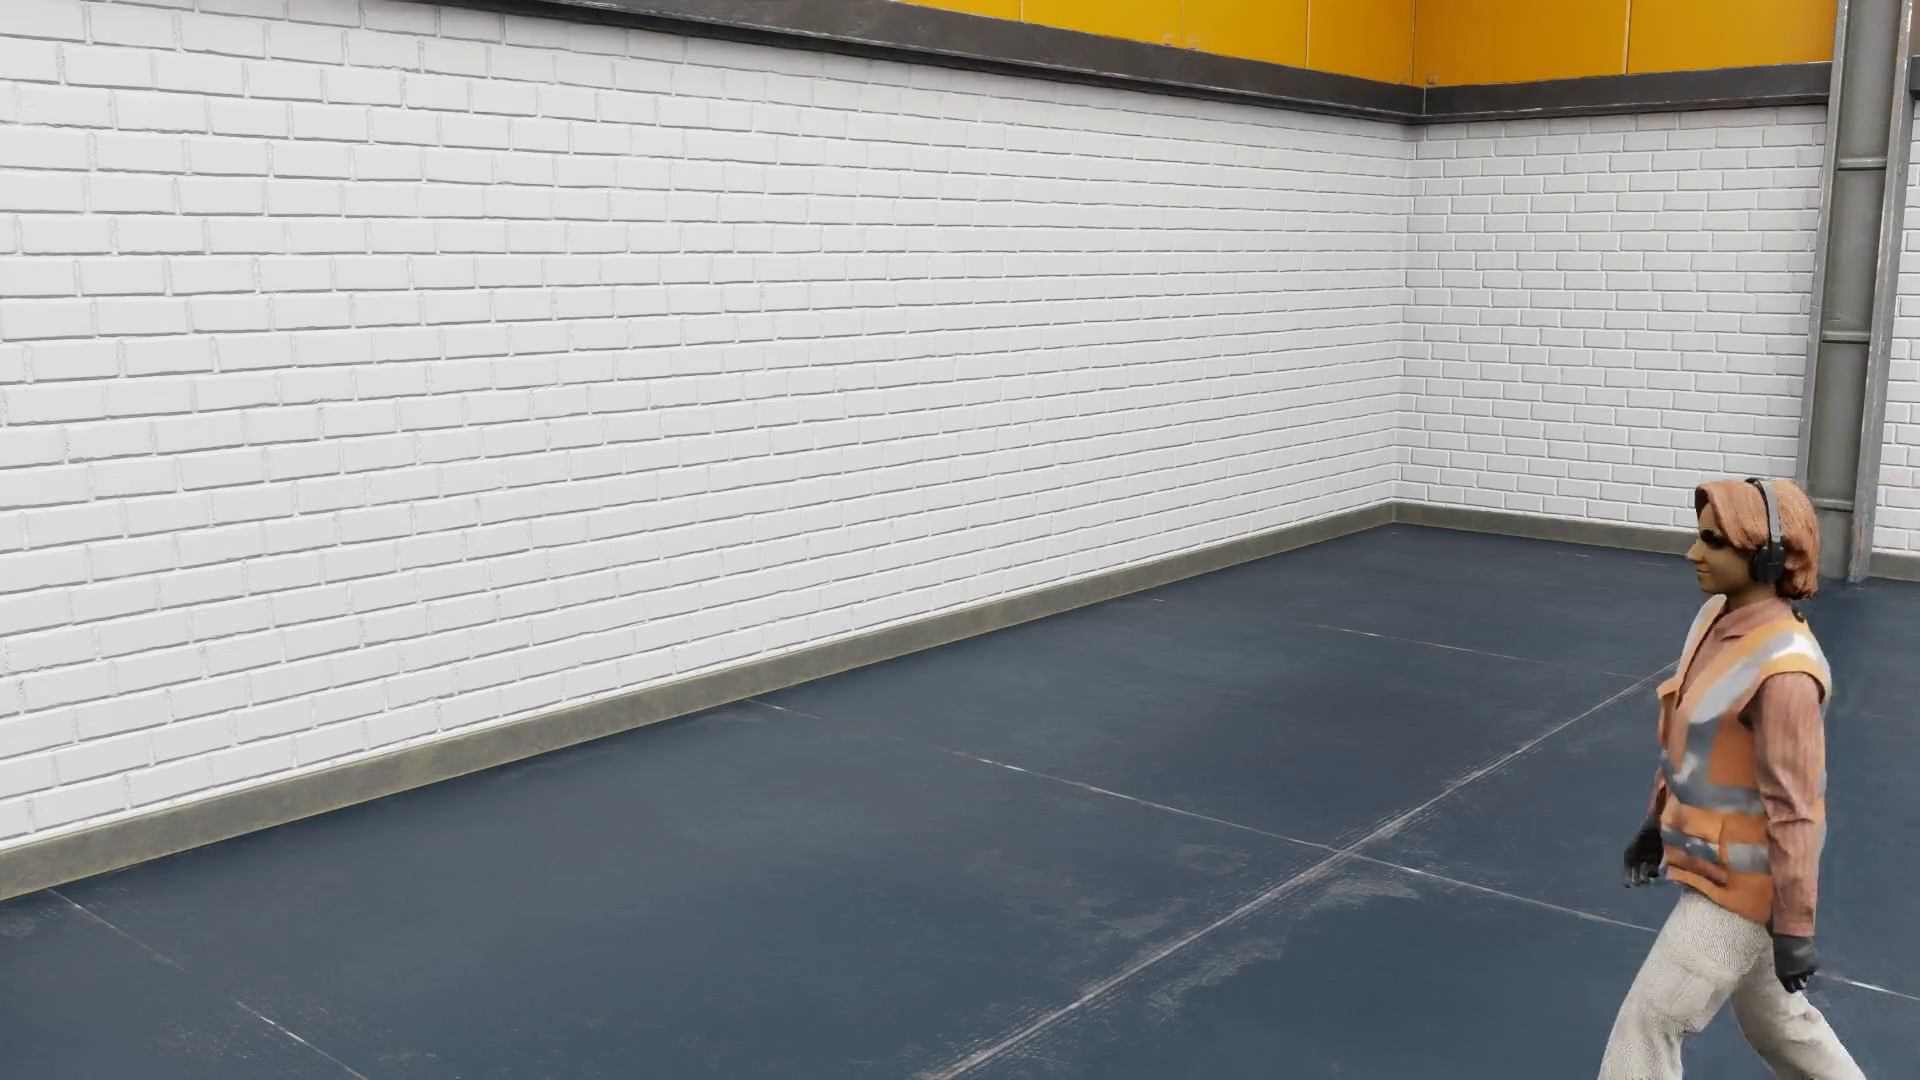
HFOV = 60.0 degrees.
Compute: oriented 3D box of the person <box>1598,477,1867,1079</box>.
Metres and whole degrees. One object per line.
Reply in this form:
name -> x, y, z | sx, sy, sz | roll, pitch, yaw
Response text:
person -> 1.565, 0.661, 3.268 | 0.841, 1.598, 0.512 | 3, 10, 14
